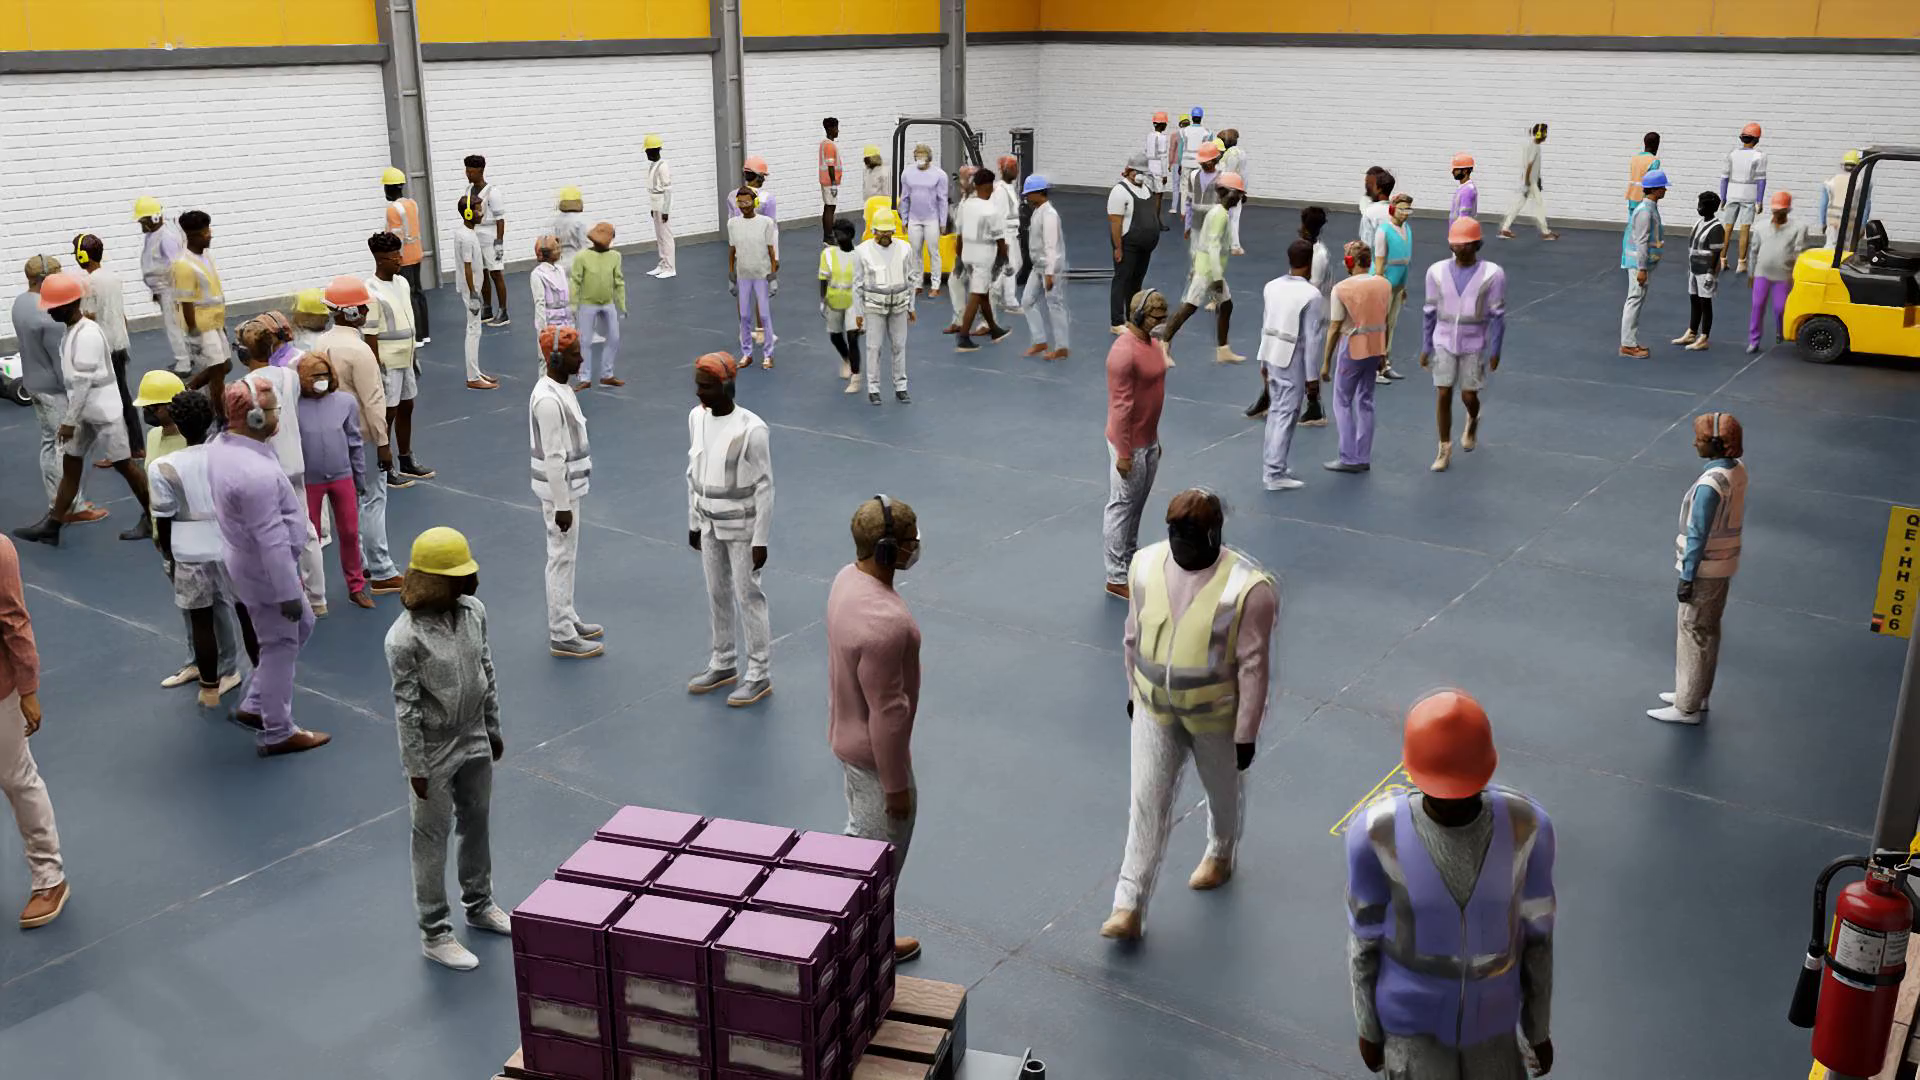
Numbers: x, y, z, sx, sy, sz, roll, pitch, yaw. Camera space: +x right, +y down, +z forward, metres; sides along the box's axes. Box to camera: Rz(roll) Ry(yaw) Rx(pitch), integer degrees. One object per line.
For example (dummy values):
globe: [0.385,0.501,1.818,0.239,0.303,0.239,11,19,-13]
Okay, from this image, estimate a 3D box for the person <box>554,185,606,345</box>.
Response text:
person: [-4.137,-2.973,18.056,0.513,1.717,0.624,11,21,30]

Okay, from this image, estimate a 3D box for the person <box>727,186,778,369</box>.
person: [-2.098,-2.653,16.869,0.517,1.855,0.331,3,18,9]

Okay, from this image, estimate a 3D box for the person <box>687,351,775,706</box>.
person: [-1.211,-0.061,8.699,0.584,1.883,0.337,15,23,39]

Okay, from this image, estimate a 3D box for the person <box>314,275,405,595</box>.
person: [-3.734,-0.648,10.359,0.608,1.995,0.377,15,23,39]

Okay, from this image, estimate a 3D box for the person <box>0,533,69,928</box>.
person: [-3.927,0.593,6.506,0.624,1.980,0.410,-2,18,-6]

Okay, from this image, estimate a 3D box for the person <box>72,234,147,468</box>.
person: [-6.815,-1.505,13.274,0.333,1.854,0.525,1,18,4]

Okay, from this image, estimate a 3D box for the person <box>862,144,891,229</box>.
person: [-1.134,-4.754,23.636,0.584,1.721,0.519,-16,24,-42]

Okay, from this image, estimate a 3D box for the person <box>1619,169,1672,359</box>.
person: [7.168,-2.896,17.461,0.377,1.950,0.612,8,19,22]

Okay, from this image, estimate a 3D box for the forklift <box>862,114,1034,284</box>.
forklift: [-0.171,-4.594,22.377,2.313,2.155,1.214,1,18,3]

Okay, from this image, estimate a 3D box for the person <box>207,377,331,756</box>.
person: [-3.324,0.143,8.043,0.431,1.891,0.683,-11,21,-32]

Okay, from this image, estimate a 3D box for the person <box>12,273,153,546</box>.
person: [-5.944,-0.846,11.178,0.968,1.875,0.537,-16,24,-40]

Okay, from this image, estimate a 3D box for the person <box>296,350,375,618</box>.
person: [-3.819,-0.340,10.000,0.508,1.627,0.284,-12,21,-33]

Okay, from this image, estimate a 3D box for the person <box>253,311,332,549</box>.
person: [-4.519,-0.735,11.219,0.520,1.630,0.325,8,19,24]

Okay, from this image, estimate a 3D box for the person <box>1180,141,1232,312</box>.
person: [2.971,-3.778,20.089,0.605,2.033,0.401,13,22,36]

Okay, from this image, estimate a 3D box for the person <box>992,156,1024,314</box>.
person: [0.599,-3.665,19.987,0.510,1.875,0.619,4,18,12]

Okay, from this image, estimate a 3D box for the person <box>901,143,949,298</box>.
person: [-0.448,-4.039,21.075,0.630,1.933,0.379,6,19,19]

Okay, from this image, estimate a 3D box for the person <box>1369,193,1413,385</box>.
person: [4.197,-2.465,16.287,0.389,1.841,0.564,15,23,38]

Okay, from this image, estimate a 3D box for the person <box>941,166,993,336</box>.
person: [0.070,-3.203,18.540,0.698,1.879,0.655,-8,19,-23]

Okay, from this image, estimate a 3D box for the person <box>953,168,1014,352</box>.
person: [0.281,-3.004,17.850,0.920,1.919,0.610,-13,22,-35]

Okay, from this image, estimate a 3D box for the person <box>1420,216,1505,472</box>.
person: [3.986,-1.565,13.190,0.618,2.029,0.654,10,20,28]

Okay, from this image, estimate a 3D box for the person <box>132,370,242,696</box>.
person: [-4.103,-0.029,8.791,0.523,1.769,0.310,12,21,32]

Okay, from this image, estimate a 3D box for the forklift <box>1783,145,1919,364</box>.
forklift: [9.803,-2.879,17.013,2.313,2.155,1.214,12,21,33]

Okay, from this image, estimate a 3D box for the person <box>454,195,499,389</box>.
person: [-4.674,-2.378,15.992,0.325,1.861,0.512,-6,19,-18]

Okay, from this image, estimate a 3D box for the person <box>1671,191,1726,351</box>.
person: [7.966,-2.884,17.835,0.322,1.694,0.536,0,18,-1]

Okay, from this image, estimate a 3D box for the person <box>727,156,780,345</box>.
person: [-2.225,-3.146,18.118,0.613,2.033,0.412,9,20,27]

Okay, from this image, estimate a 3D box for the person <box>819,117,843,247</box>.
person: [-1.985,-5.511,25.615,0.368,1.966,0.602,-4,18,-13]

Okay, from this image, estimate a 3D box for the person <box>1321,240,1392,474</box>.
person: [3.131,-1.433,13.100,0.575,1.824,0.445,-9,20,-27]

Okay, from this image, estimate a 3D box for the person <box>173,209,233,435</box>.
person: [-6.490,-1.839,14.160,0.645,1.945,0.633,-2,18,-8]

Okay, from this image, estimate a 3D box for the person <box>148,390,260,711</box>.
person: [-3.884,0.056,8.655,0.534,1.695,0.320,-11,21,-30]

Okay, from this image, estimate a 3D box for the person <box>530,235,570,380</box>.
person: [-3.618,-1.882,14.784,0.307,1.645,0.519,4,18,11]

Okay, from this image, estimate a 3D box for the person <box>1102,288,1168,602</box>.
person: [1.092,-0.592,10.284,0.370,1.934,0.627,8,19,23]

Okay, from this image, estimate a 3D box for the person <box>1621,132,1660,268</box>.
person: [9.523,-4.728,23.261,0.397,1.911,0.587,-3,18,-9]
